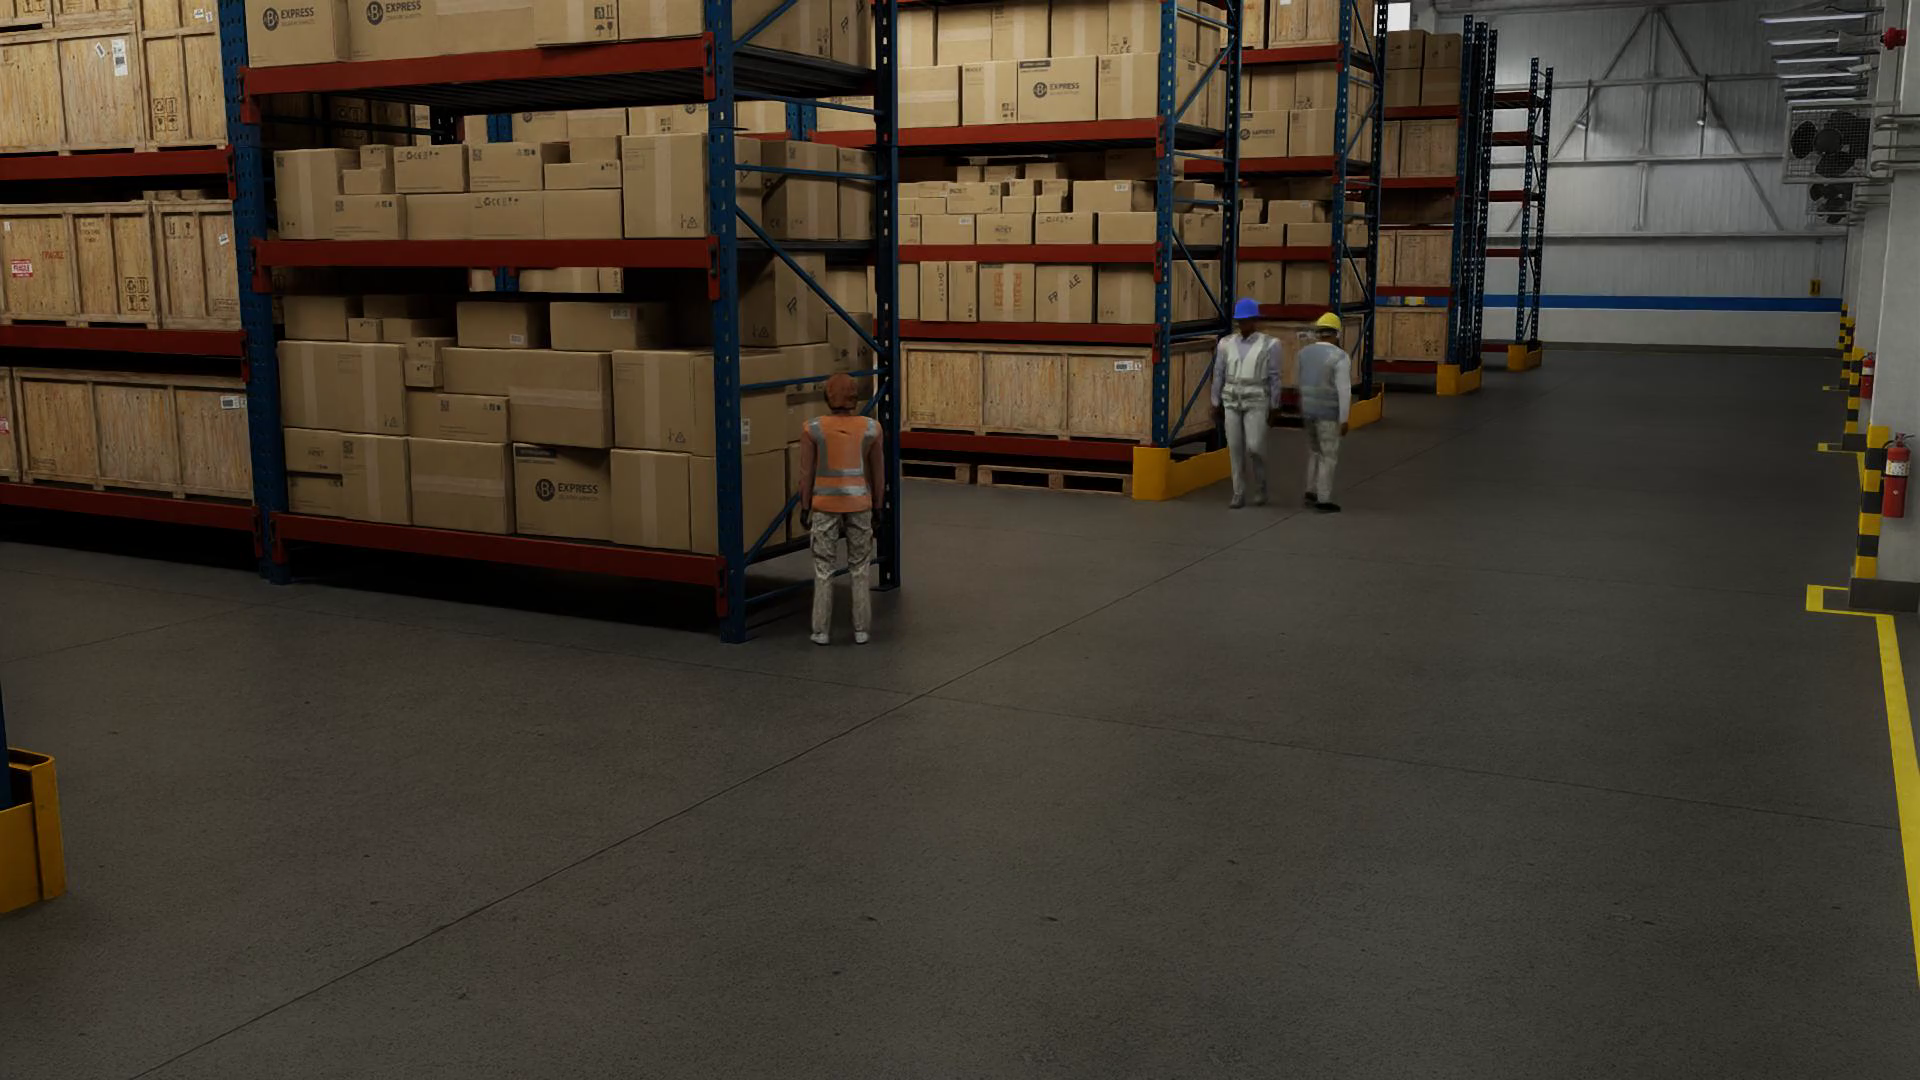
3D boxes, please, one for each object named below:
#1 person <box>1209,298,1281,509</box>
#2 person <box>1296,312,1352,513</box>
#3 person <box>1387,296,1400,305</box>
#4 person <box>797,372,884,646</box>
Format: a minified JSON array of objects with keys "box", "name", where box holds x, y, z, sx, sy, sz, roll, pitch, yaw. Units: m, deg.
[{"box":[2.598,-1.240,15.169,0.615,1.927,0.430,6,11,31],"name":"person"},{"box":[3.280,-1.152,15.064,0.499,1.797,0.634,-7,12,-37],"name":"person"},{"box":[10.386,-5.434,39.972,0.346,1.746,0.573,4,10,20],"name":"person"},{"box":[-0.702,-0.175,9.879,0.523,1.632,0.314,-2,10,-13],"name":"person"}]
